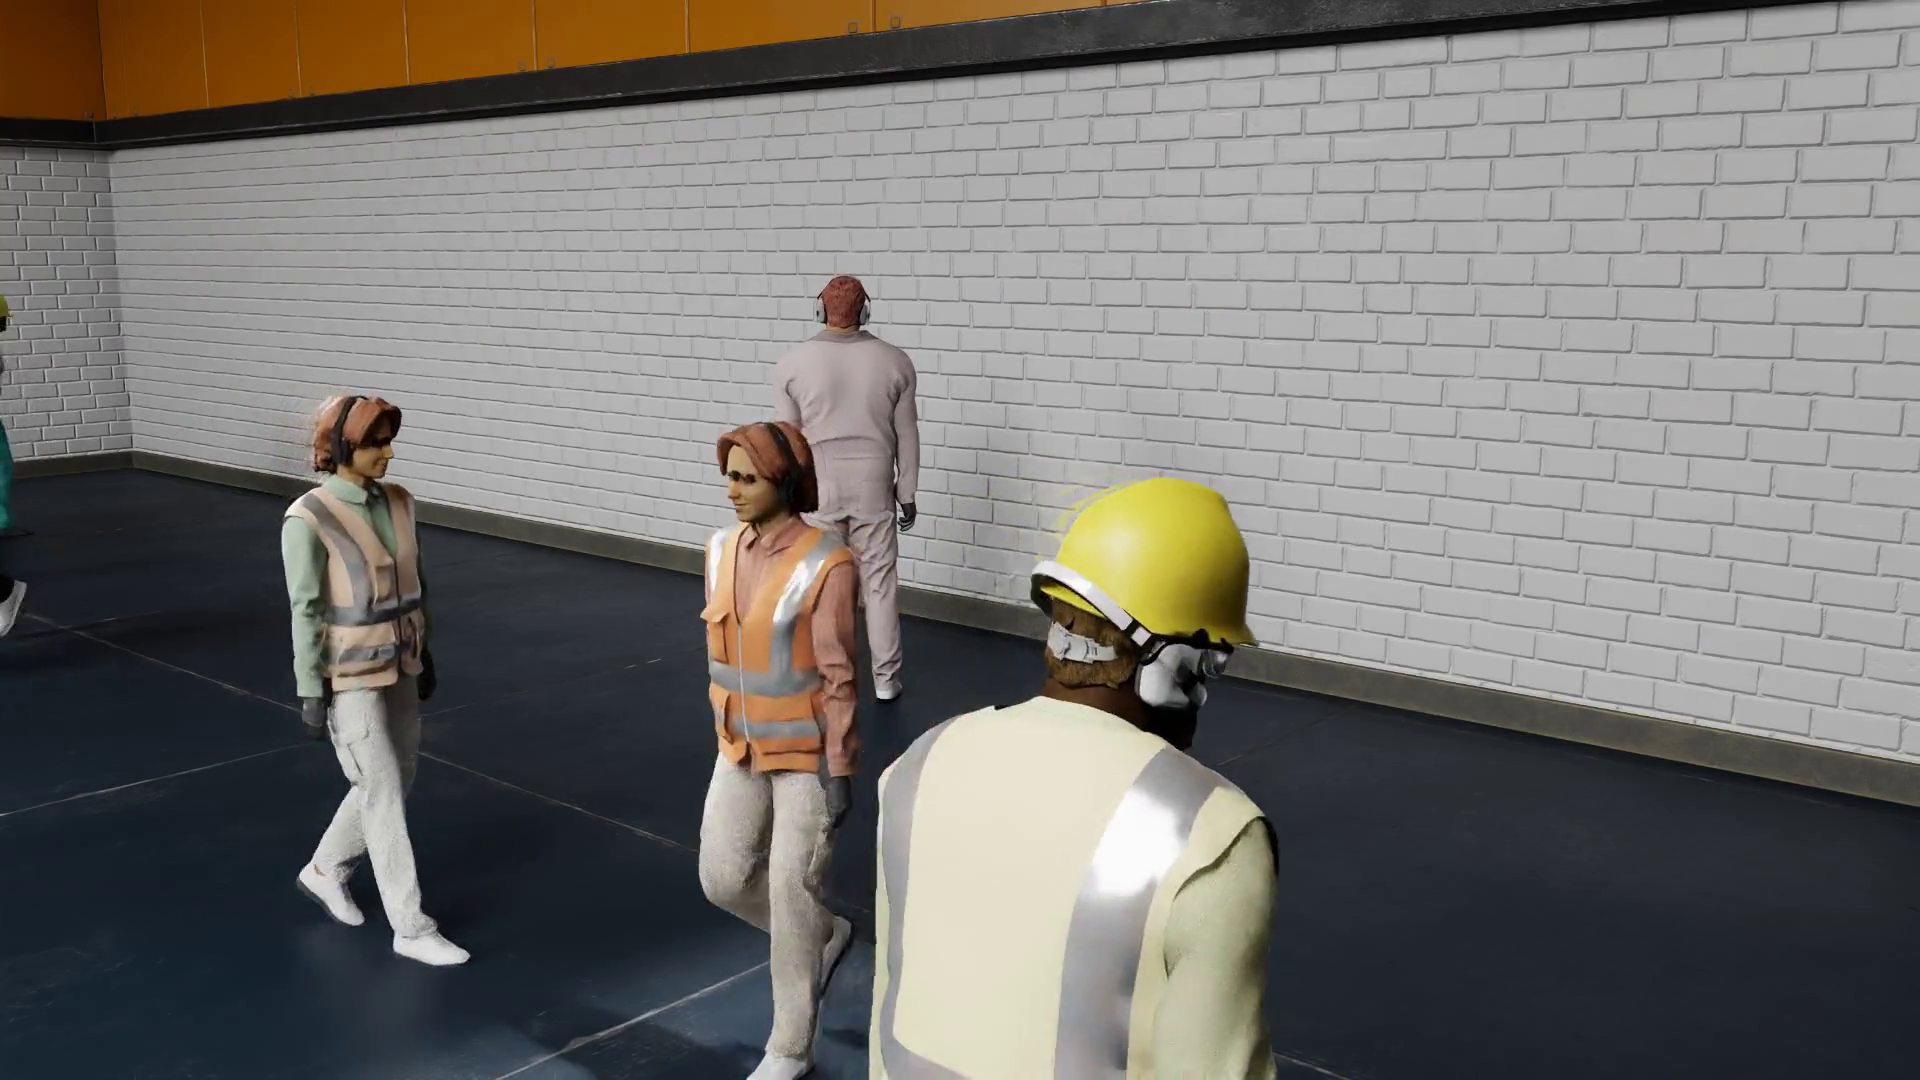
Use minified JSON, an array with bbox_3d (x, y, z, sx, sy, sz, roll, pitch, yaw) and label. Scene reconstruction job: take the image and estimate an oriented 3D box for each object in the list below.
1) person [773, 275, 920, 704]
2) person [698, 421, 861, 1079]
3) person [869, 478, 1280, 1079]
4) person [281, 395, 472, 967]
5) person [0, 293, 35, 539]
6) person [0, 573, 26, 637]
[{"bbox_3d":[-0.504,-0.211,7.364,0.652,1.906,0.403,-2,10,-10],"label":"person"},{"bbox_3d":[-0.402,0.516,4.034,0.524,1.627,0.455,8,13,39],"label":"person"},{"bbox_3d":[0.153,0.810,2.020,0.605,1.742,0.987,10,14,43],"label":"person"},{"bbox_3d":[-1.710,0.388,4.771,0.671,1.620,0.528,3,10,18],"label":"person"},{"bbox_3d":[-6.826,-0.834,11.413,0.543,1.730,0.720,6,12,31],"label":"person"},{"bbox_3d":[-4.992,-0.341,8.161,0.617,1.891,0.745,5,11,25],"label":"person"}]
